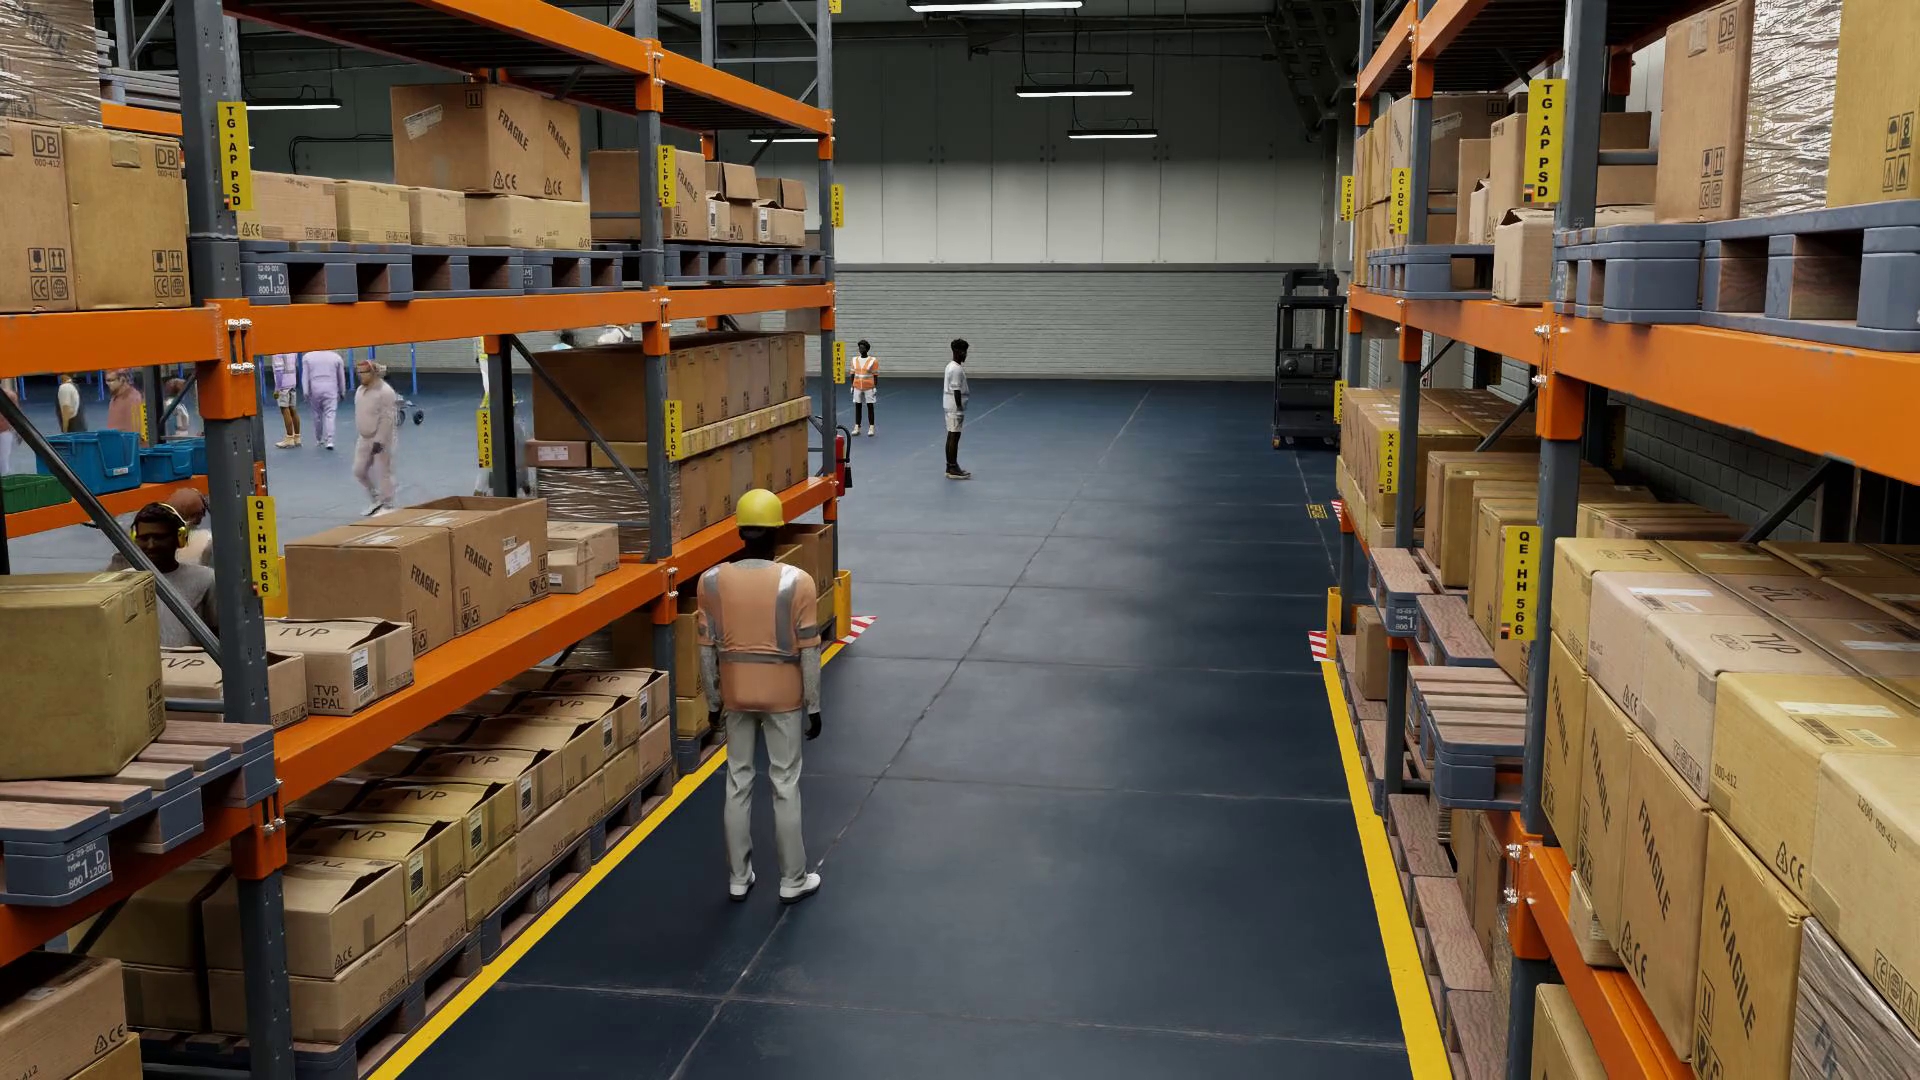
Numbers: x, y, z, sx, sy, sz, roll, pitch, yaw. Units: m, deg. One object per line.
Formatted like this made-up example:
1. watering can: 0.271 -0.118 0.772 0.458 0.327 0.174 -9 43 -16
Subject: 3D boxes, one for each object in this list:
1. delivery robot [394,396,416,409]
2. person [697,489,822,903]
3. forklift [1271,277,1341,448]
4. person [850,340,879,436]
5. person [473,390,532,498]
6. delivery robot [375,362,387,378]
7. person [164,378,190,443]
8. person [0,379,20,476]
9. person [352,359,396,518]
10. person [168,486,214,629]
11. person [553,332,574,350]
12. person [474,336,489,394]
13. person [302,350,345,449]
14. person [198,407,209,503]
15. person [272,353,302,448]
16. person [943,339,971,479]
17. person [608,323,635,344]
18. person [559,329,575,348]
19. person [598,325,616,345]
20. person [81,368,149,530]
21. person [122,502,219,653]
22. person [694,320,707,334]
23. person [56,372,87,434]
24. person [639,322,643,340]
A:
1. delivery robot: -10.642 -2.629 31.643 0.335 0.223 0.698 3 10 17
2. person: -0.916 0.721 7.715 0.585 1.928 0.366 2 9 12
3. forklift: 5.847 -3.016 27.970 1.129 2.768 1.873 1 9 9
4. person: -1.705 -2.699 29.526 0.534 1.697 0.318 3 10 16
5. person: -4.482 -0.564 16.085 0.951 1.776 0.629 2 9 10
6. delivery robot: -15.641 -4.565 44.370 0.707 0.478 0.477 6 11 34
7. person: -9.601 -1.164 20.277 0.640 1.619 0.539 -3 10 -17
8. person: -12.325 -1.387 21.301 0.532 1.732 0.815 -3 10 -16
9. person: -6.919 -1.180 19.593 0.638 1.884 0.490 5 10 27
10. person: -4.627 0.488 10.068 0.528 1.625 0.357 -1 9 -6
11. person: -8.280 -3.536 34.829 0.543 1.631 0.948 2 9 12
12. person: -11.048 -4.293 39.002 0.632 1.816 0.740 -2 9 -10
13. person: -10.516 -2.452 27.516 0.656 1.859 1.002 -3 10 -18
14. person: -9.271 -1.370 20.763 0.773 1.919 0.662 5 11 29
15. person: -11.223 -2.557 27.587 0.388 2.039 0.613 1 9 5
16. person: -0.051 -1.867 23.582 0.374 1.960 0.600 -2 9 -9
17. person: -7.239 -3.835 35.601 0.534 2.000 0.843 4 10 22
18. person: -8.865 -4.049 37.078 0.996 1.937 0.648 -1 9 -8
19. person: -7.653 -3.917 36.648 0.586 1.823 0.403 -1 9 -4
20. person: -9.409 -1.031 18.781 0.668 1.838 1.028 7 12 39
21. person: -3.672 0.742 7.767 0.513 1.871 0.329 -3 10 -17
22. person: -6.970 -5.176 45.088 0.832 1.598 0.518 4 10 24
23. person: -11.139 -1.331 20.801 0.378 1.798 0.612 -3 10 -15
24. person: -7.112 -4.104 37.815 0.479 1.829 0.660 -6 11 -33
